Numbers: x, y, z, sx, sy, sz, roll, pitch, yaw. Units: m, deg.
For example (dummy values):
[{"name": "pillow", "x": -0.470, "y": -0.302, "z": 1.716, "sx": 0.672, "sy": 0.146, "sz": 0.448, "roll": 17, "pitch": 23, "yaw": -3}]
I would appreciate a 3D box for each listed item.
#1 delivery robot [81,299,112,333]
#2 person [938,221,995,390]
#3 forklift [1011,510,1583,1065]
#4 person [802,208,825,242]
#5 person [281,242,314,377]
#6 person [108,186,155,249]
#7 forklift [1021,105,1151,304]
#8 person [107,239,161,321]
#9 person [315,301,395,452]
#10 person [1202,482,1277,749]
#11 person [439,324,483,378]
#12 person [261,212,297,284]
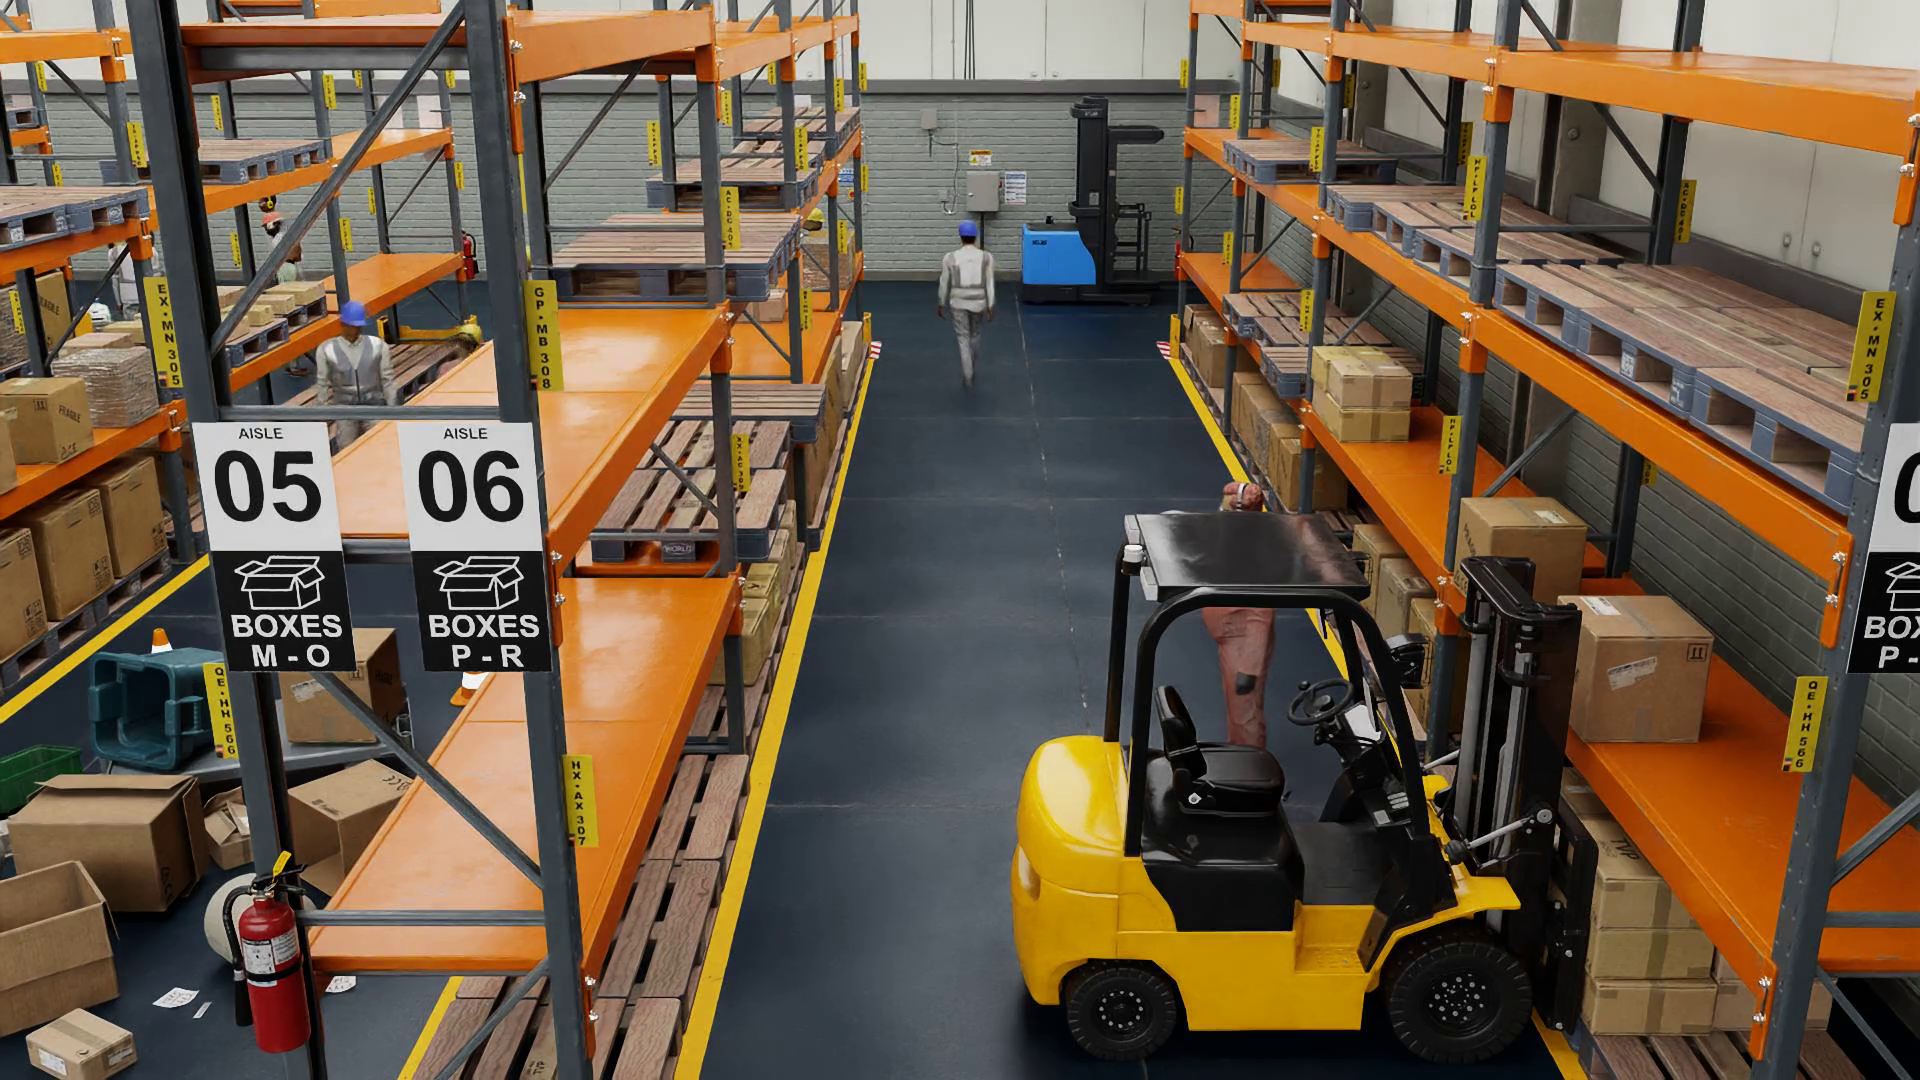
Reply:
[{"name": "delivery robot", "x": -11.345, "y": -2.926, "z": 21.836, "sx": 0.477, "sy": 0.478, "sz": 0.707, "roll": -9, "pitch": 20, "yaw": -25}, {"name": "person", "x": 0.059, "y": -2.754, "z": 19.342, "sx": 0.626, "sy": 1.895, "sz": 0.976, "roll": -4, "pitch": 19, "yaw": -12}, {"name": "forklift", "x": 1.387, "y": 1.055, "z": 7.378, "sx": 2.313, "sy": 2.155, "sz": 1.214, "roll": 0, "pitch": 18, "yaw": 0}, {"name": "person", "x": -1.904, "y": -3.475, "z": 21.802, "sx": 0.318, "sy": 1.733, "sz": 0.491, "roll": -1, "pitch": 18, "yaw": -3}, {"name": "person", "x": -7.936, "y": -2.765, "z": 19.836, "sx": 0.327, "sy": 1.620, "sz": 0.510, "roll": -11, "pitch": 21, "yaw": -30}, {"name": "person", "x": -11.830, "y": -4.179, "z": 23.770, "sx": 0.626, "sy": 1.841, "sz": 0.429, "roll": -4, "pitch": 19, "yaw": -13}, {"name": "forklift", "x": 1.857, "y": -4.944, "z": 24.441, "sx": 1.873, "sy": 2.768, "sz": 1.129, "roll": 0, "pitch": 18, "yaw": 0}, {"name": "person", "x": -9.683, "y": -2.858, "z": 19.632, "sx": 0.545, "sy": 1.931, "sz": 0.380, "roll": -5, "pitch": 19, "yaw": -14}, {"name": "person", "x": -5.196, "y": -1.114, "z": 14.368, "sx": 0.623, "sy": 1.928, "sz": 0.464, "roll": -9, "pitch": 20, "yaw": -25}, {"name": "person", "x": 1.539, "y": 0.596, "z": 9.226, "sx": 0.403, "sy": 1.904, "sz": 0.637, "roll": 0, "pitch": 18, "yaw": 1}, {"name": "person", "x": -4.254, "y": -0.961, "z": 14.219, "sx": 0.347, "sy": 1.719, "sz": 0.692, "roll": 14, "pitch": 23, "yaw": 36}, {"name": "person", "x": -8.718, "y": -3.376, "z": 21.552, "sx": 0.607, "sy": 1.704, "sz": 0.605, "roll": -7, "pitch": 20, "yaw": -21}]
